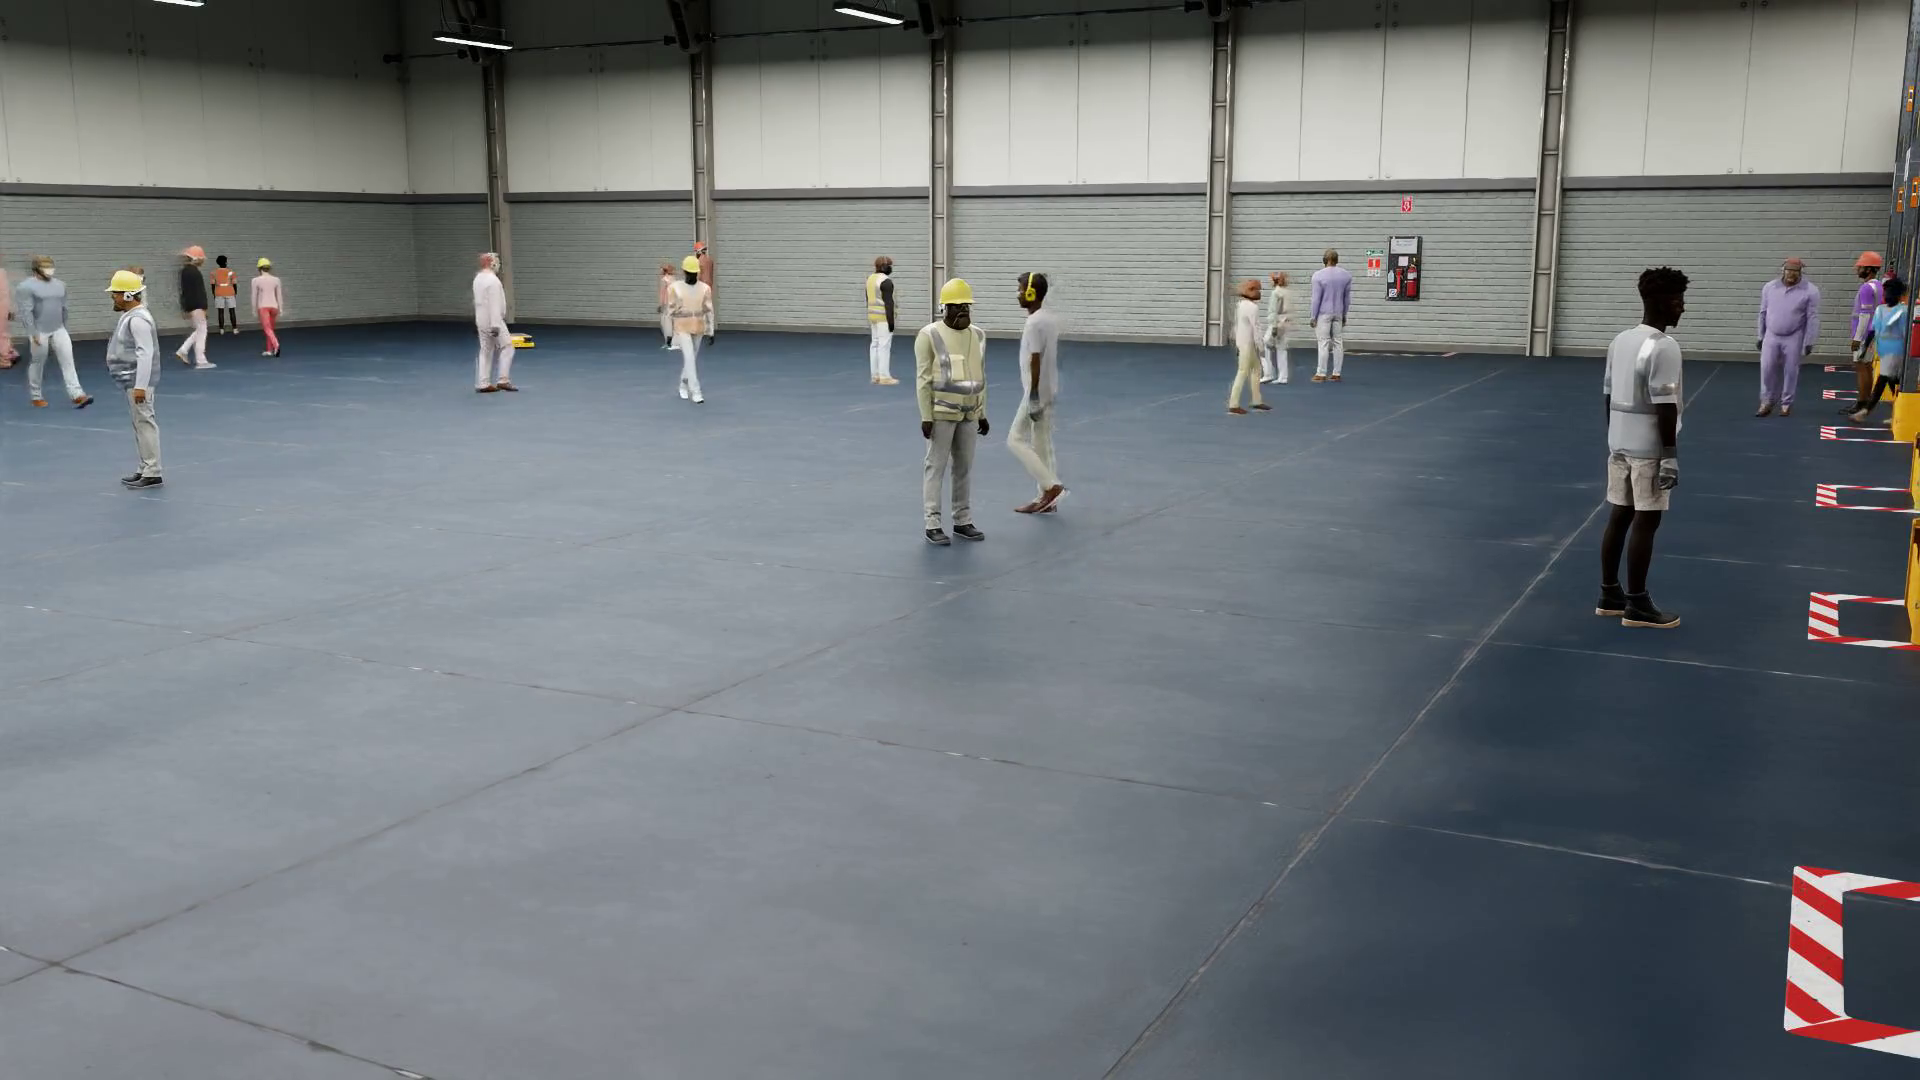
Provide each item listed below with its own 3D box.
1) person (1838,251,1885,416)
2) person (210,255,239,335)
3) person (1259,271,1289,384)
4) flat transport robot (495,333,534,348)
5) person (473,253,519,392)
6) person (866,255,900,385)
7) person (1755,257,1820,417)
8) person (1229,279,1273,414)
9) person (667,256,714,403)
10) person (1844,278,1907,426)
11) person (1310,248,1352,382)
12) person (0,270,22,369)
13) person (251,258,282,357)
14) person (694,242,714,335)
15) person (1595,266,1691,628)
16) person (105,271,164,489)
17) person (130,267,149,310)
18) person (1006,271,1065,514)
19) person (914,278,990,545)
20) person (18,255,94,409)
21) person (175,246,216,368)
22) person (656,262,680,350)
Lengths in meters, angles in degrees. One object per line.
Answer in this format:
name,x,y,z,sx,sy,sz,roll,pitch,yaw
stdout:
person,10.708,-2.441,19.711,0.350,1.942,0.545,9,14,40
person,-15.781,-5.250,35.694,0.535,1.699,0.322,-3,11,-16
person,4.479,-3.041,23.840,0.550,1.619,0.547,6,12,29
flat transport robot,-8.600,-3.822,31.805,0.652,0.197,1.431,-5,11,-23
person,-6.287,-2.946,22.595,0.658,1.884,0.669,-8,13,-38
person,-1.097,-3.146,23.838,0.429,1.839,0.633,-6,12,-28
person,9.666,-2.362,19.480,0.664,1.866,0.759,8,13,38
person,3.534,-2.299,19.859,0.704,1.609,0.514,-1,10,-5
person,-3.488,-2.718,21.461,0.594,1.872,1.019,-6,12,-31
person,10.270,-2.080,18.518,0.855,1.640,0.592,-1,10,-4
person,5.366,-3.259,24.180,0.631,1.940,0.372,-4,11,-20
person,-15.327,-3.635,26.421,0.404,1.879,0.659,-4,11,-21
person,-12.144,-4.081,29.212,0.779,1.742,0.527,9,13,39
person,-5.535,-5.418,35.814,0.384,1.991,0.609,5,11,25
person,3.754,-0.509,9.116,0.361,1.961,0.618,-1,10,-7
person,-6.969,-1.348,14.049,0.404,1.831,0.600,-6,12,-31
person,-13.408,-3.626,27.032,0.459,1.617,0.517,3,11,16
person,0.564,-1.102,12.646,0.394,1.858,0.503,4,11,21
person,-0.036,-0.890,11.550,0.587,1.835,0.404,-8,13,-37
person,-11.114,-2.533,20.365,1.039,1.881,0.643,6,12,29
person,-12.265,-3.722,26.640,0.521,1.966,0.609,-9,14,-42
person,-5.470,-4.341,30.940,0.567,1.619,0.518,2,11,10
